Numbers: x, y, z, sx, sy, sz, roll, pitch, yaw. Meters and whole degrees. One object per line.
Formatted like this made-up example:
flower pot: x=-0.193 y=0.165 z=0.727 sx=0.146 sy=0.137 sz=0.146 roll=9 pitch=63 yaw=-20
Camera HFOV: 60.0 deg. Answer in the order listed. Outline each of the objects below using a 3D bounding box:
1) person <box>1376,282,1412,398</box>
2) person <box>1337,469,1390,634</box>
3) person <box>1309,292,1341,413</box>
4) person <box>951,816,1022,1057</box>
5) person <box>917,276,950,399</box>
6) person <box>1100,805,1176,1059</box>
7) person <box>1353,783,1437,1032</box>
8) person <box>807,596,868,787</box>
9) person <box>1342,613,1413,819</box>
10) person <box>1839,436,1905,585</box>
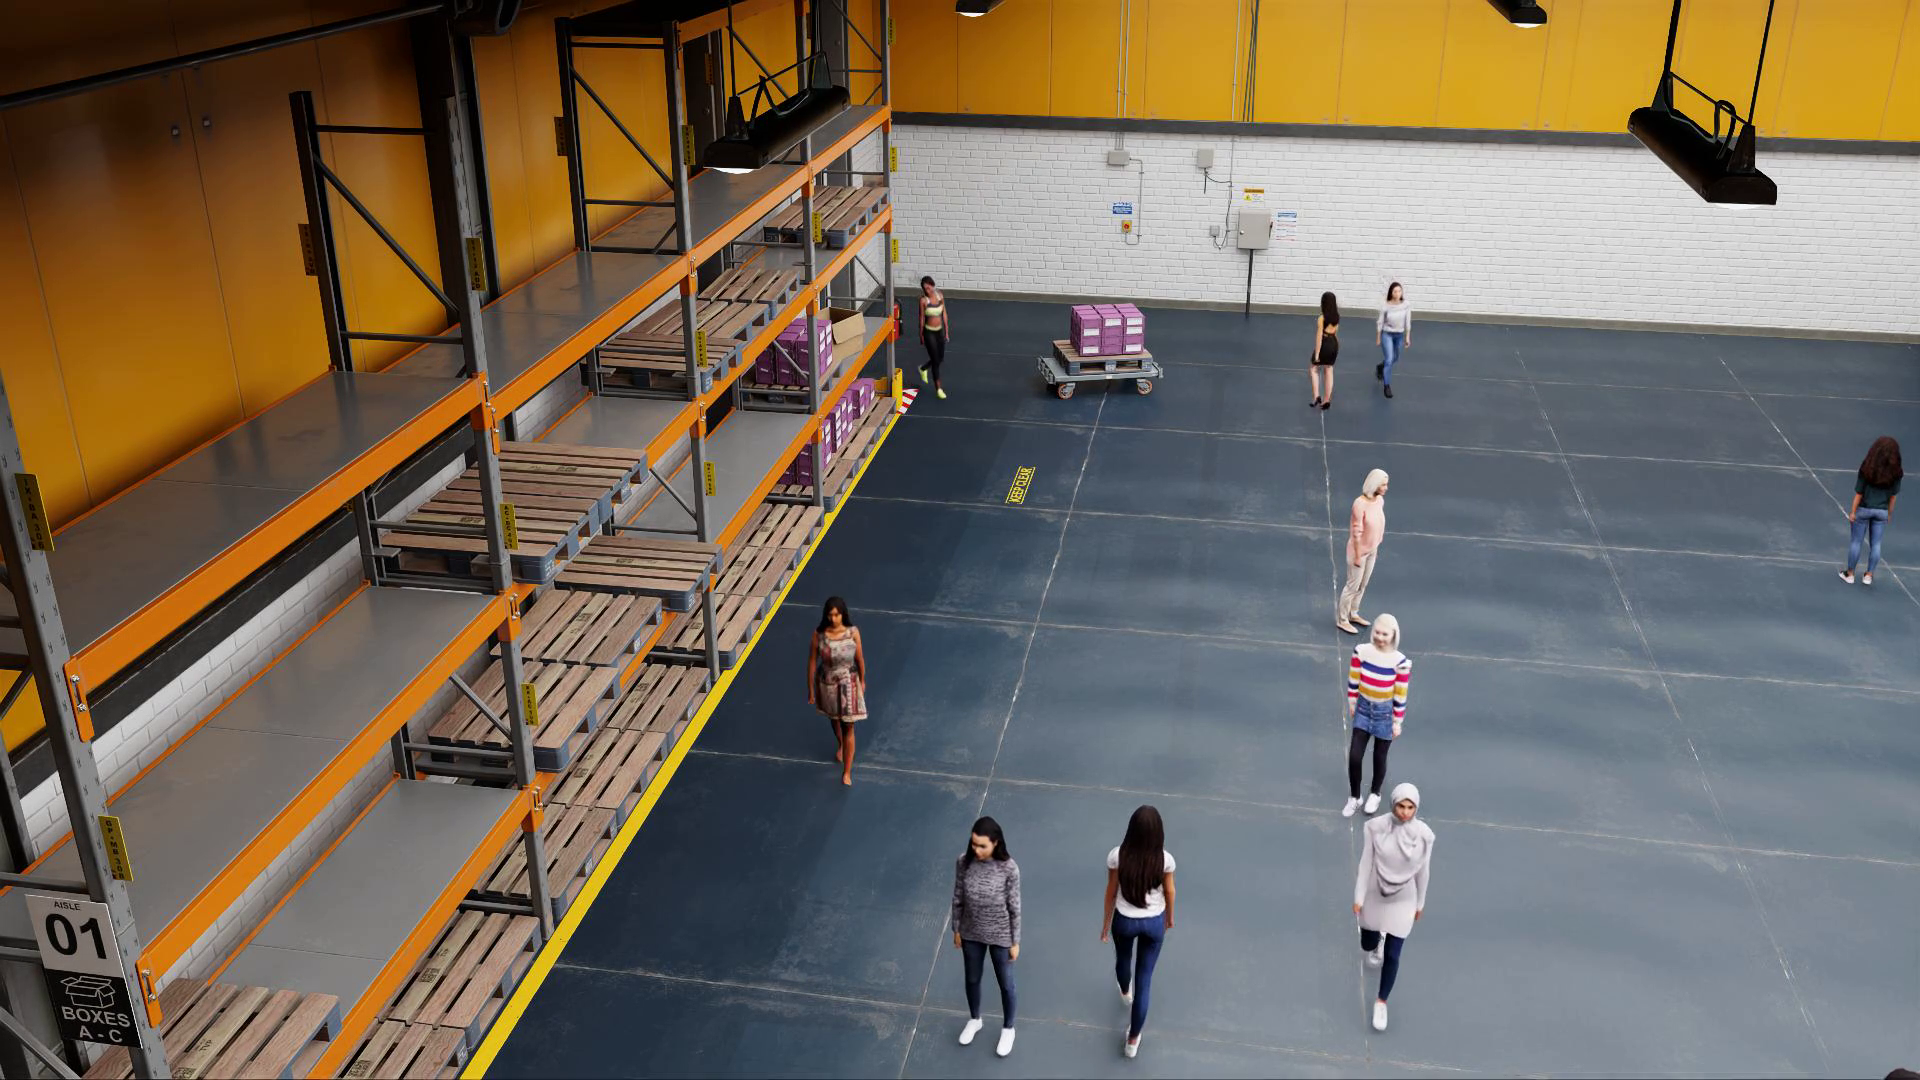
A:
person: x=6.009 y=-2.832 z=23.253 sx=0.826 sy=1.600 sz=1.091 roll=-4 pitch=24 yaw=-9
person: x=3.973 y=0.090 z=16.419 sx=0.666 sy=1.718 sz=0.751 roll=-21 pitch=31 yaw=-40
person: x=5.012 y=-2.516 z=22.488 sx=0.682 sy=1.634 sz=0.732 roll=-11 pitch=26 yaw=-23
person: x=0.189 y=2.538 z=10.805 sx=0.650 sy=1.731 sz=0.578 roll=8 pitch=25 yaw=18
person: x=-0.417 y=-2.849 z=23.139 sx=0.949 sy=1.722 sz=1.024 roll=-16 pitch=28 yaw=-32
person: x=1.145 y=2.562 z=10.731 sx=0.625 sy=1.744 sz=0.964 roll=4 pitch=24 yaw=8
person: x=2.878 y=2.371 z=11.149 sx=0.724 sy=1.760 sz=0.991 roll=8 pitch=25 yaw=17
person: x=-1.021 y=1.190 z=14.040 sx=0.766 sy=1.609 sz=1.102 roll=0 pitch=24 yaw=0
person: x=3.384 y=1.379 z=13.379 sx=0.774 sy=1.792 sz=0.810 roll=13 pitch=27 yaw=28
person: x=9.577 y=-0.315 z=17.475 sx=0.597 sy=1.615 sz=0.586 roll=5 pitch=24 yaw=11
